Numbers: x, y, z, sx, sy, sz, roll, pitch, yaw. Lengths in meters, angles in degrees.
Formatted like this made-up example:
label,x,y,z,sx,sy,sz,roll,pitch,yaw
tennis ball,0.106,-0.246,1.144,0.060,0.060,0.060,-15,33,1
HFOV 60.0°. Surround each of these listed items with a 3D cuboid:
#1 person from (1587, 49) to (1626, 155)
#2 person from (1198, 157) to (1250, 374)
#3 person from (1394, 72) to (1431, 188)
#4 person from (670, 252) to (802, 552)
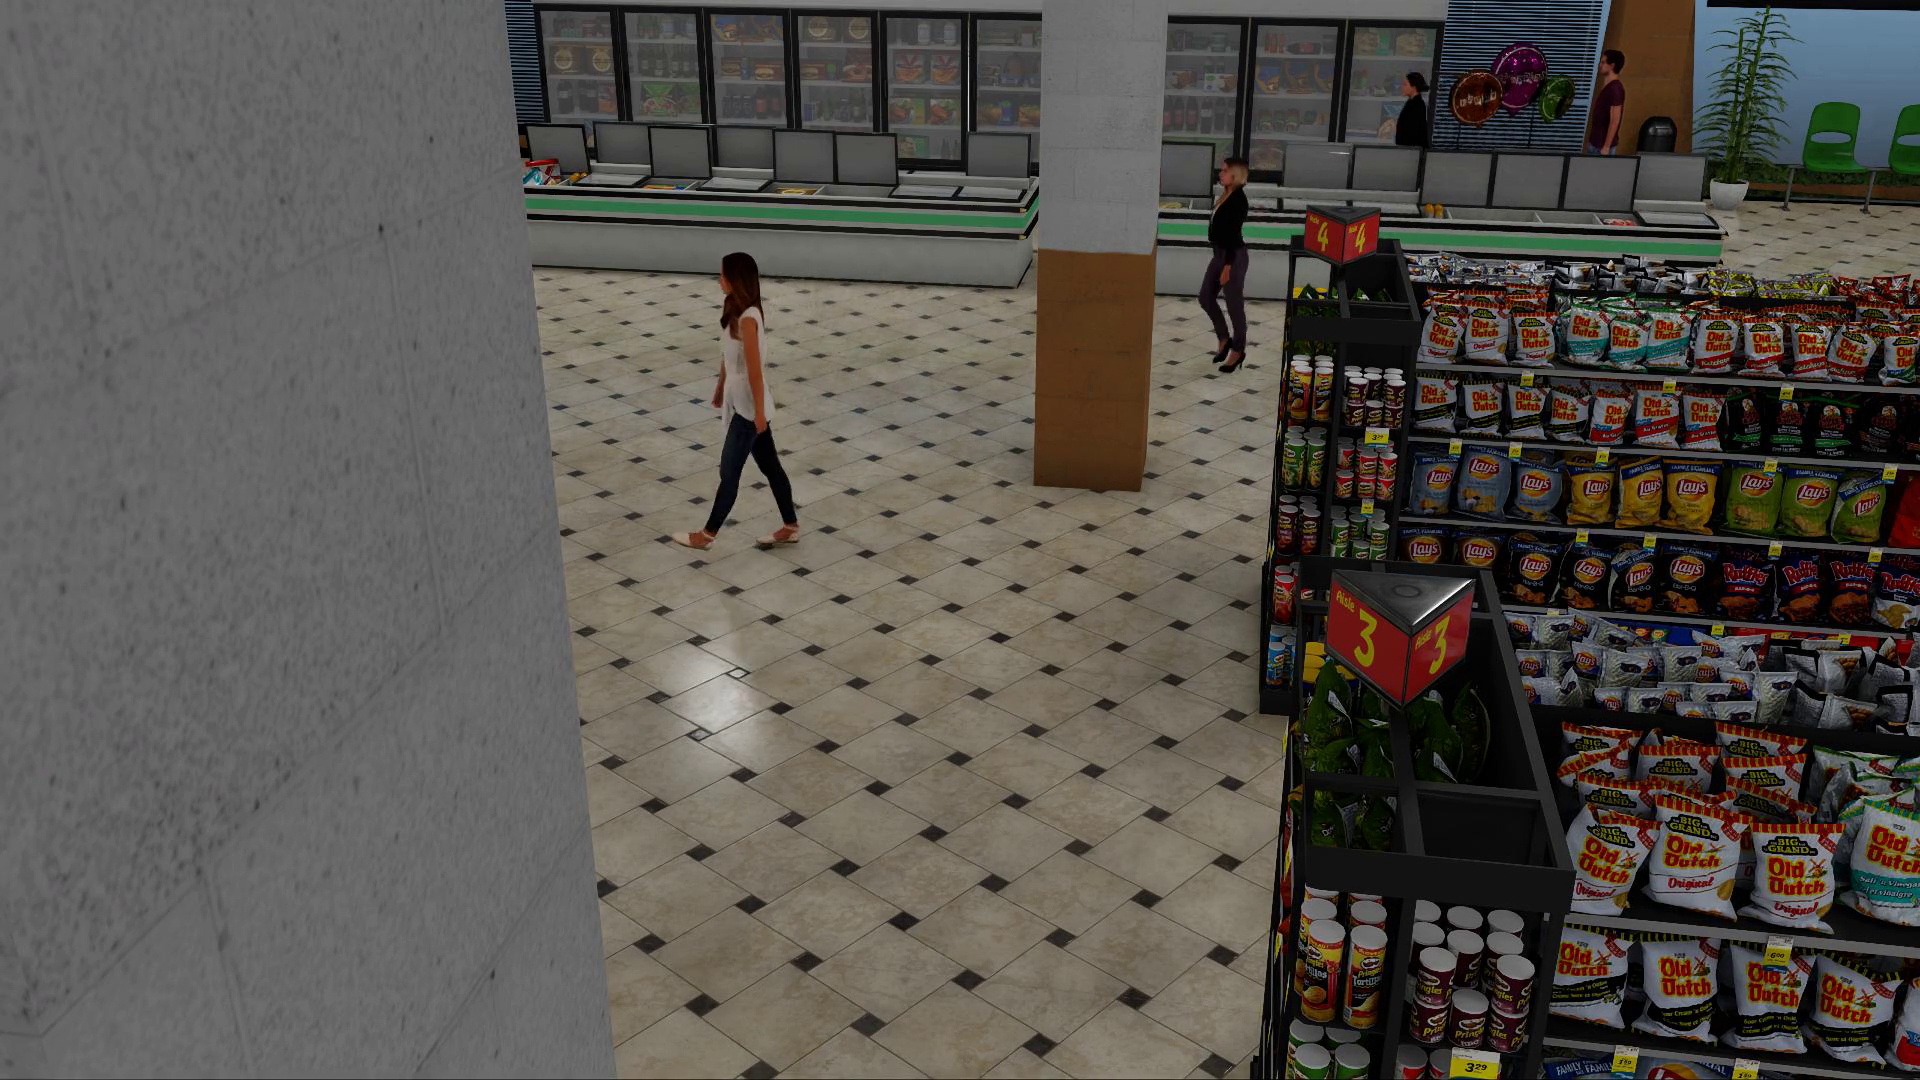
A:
label,x,y,z,sx,sy,sz,roll,pitch,yaw
person,6.554,-4.044,16.946,0.521,1.851,0.662,5,24,11
person,2.147,-2.087,12.711,0.699,1.661,0.681,-5,24,-10
person,4.542,-3.728,16.416,0.792,1.696,0.661,6,24,14
person,-1.114,-0.761,9.561,1.091,1.756,0.876,-5,24,-12
